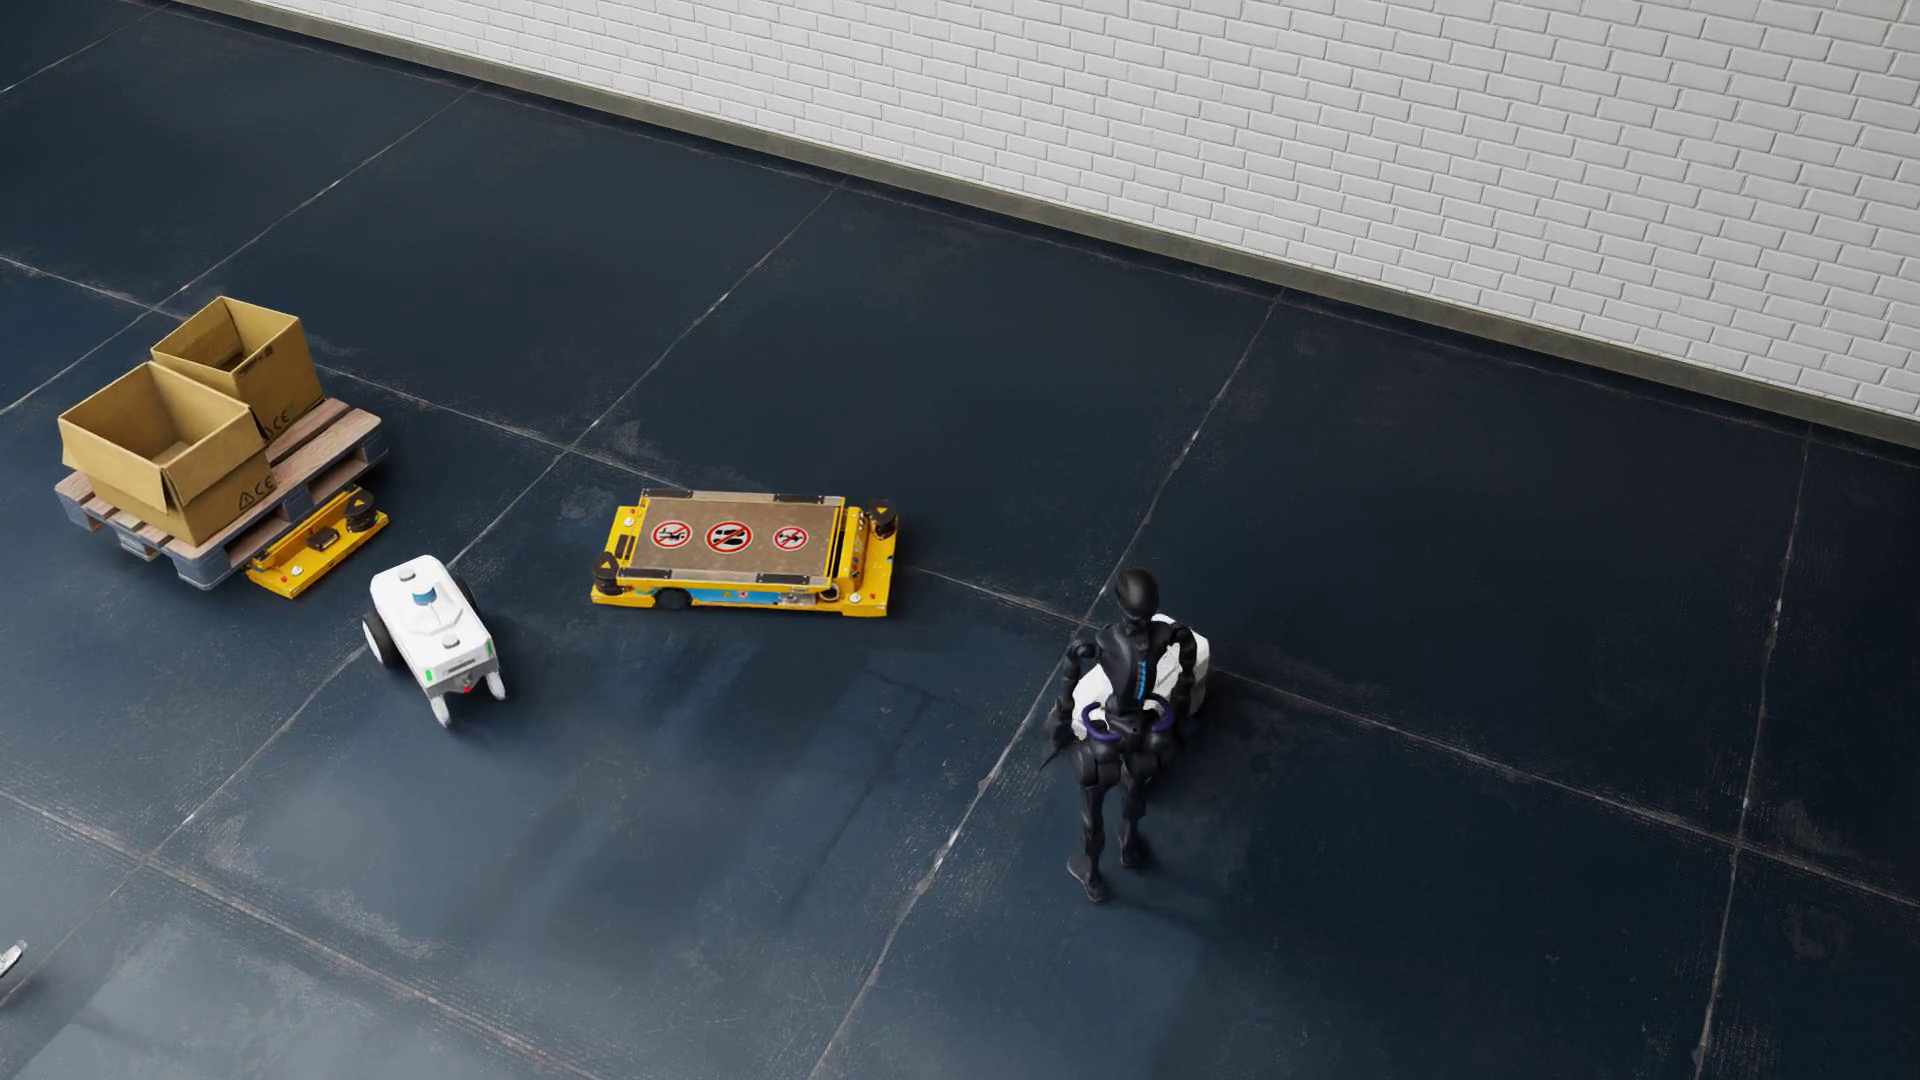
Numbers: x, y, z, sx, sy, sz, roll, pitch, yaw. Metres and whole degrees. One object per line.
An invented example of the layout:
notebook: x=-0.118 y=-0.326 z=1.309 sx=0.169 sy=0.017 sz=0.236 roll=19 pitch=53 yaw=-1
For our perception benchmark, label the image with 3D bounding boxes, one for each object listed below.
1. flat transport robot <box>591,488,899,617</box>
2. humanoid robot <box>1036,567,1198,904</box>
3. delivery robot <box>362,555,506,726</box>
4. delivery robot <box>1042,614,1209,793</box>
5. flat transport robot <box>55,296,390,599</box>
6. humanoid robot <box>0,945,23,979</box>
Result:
flat transport robot: x=-1.044 y=0.062 z=8.188 sx=1.431 sy=0.231 sz=0.659 roll=2 pitch=43 yaw=3
humanoid robot: x=0.598 y=0.755 z=6.403 sx=0.599 sy=1.652 sz=0.385 roll=-11 pitch=44 yaw=-11
delivery robot: x=-2.399 y=0.413 z=7.594 sx=0.499 sy=0.589 sz=0.785 roll=-25 pitch=49 yaw=-25
delivery robot: x=0.760 y=0.693 z=7.308 sx=0.499 sy=0.609 sz=0.807 roll=31 pitch=51 yaw=29
flat transport robot: x=-3.680 y=-0.195 z=8.466 sx=1.431 sy=0.231 sz=0.659 roll=22 pitch=47 yaw=22
humanoid robot: x=-3.836 y=1.271 z=5.839 sx=0.545 sy=1.771 sz=1.036 roll=30 pitch=50 yaw=28
